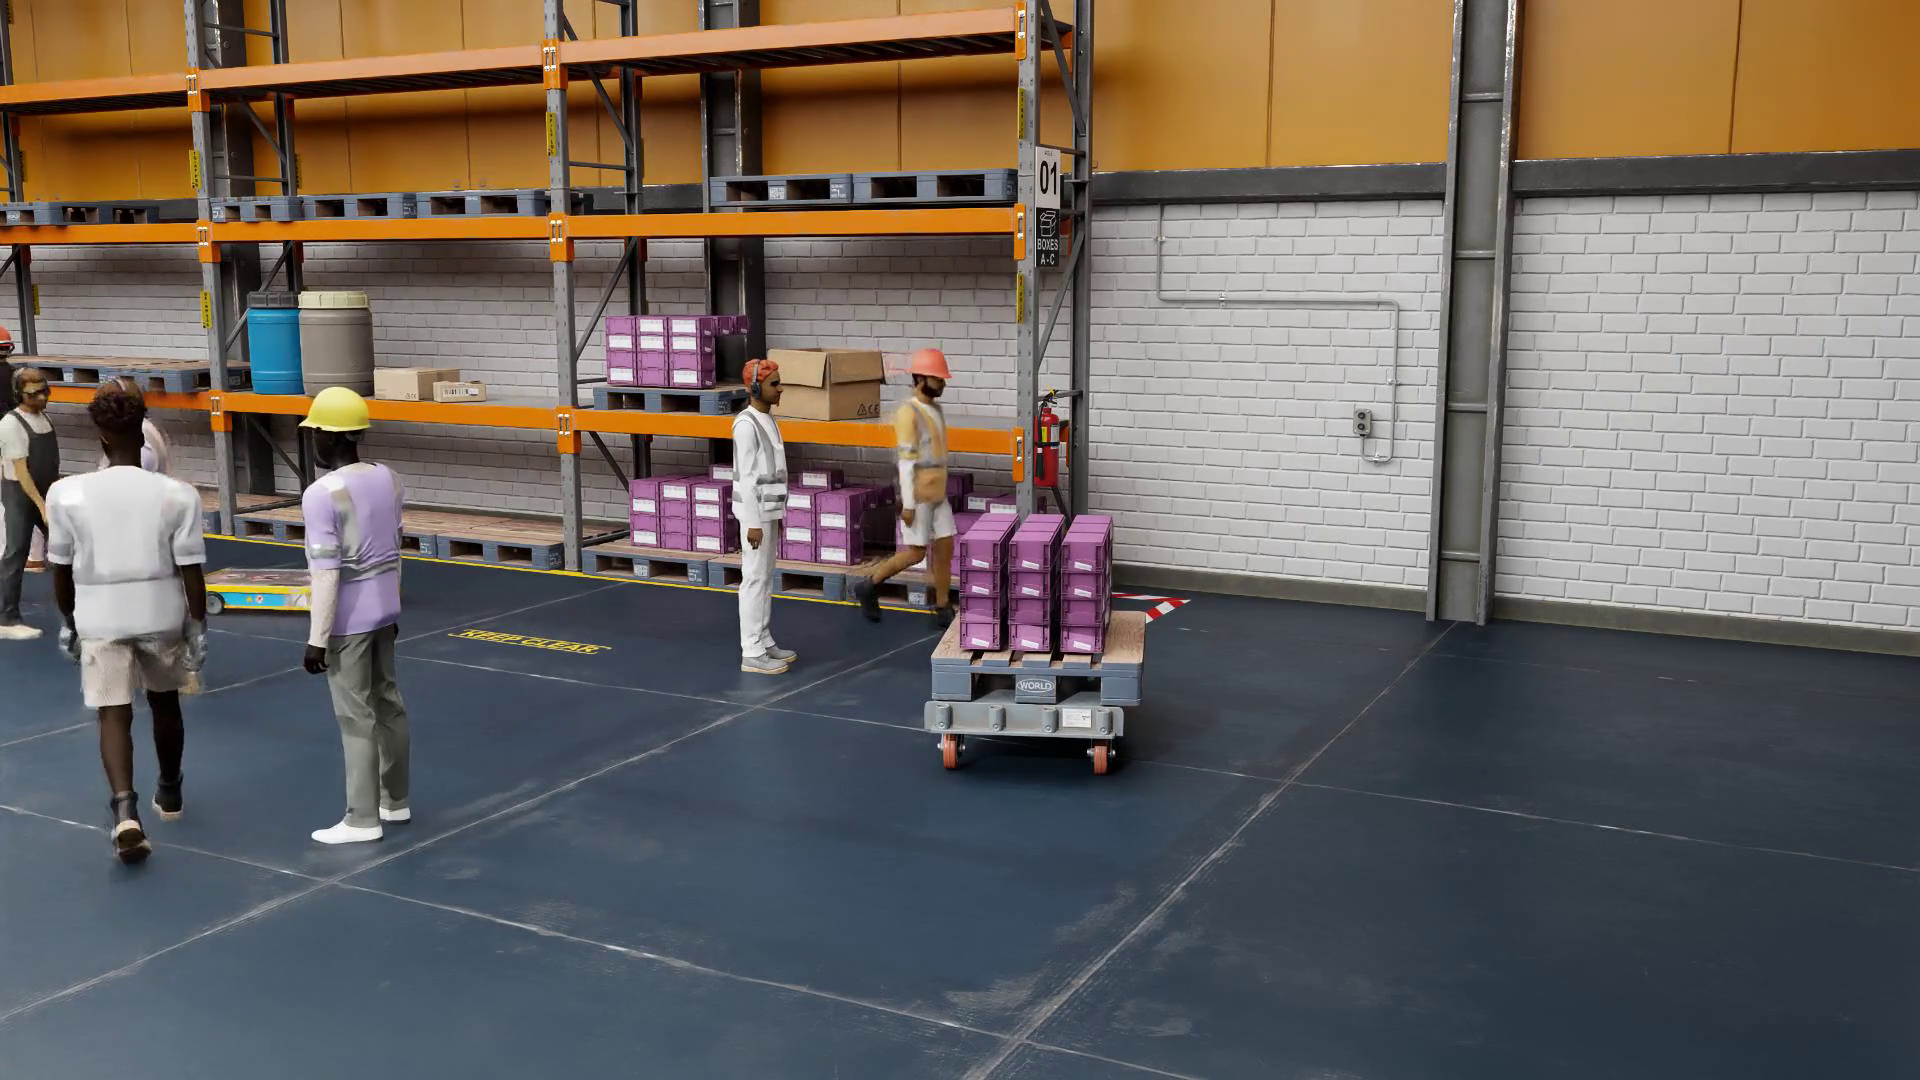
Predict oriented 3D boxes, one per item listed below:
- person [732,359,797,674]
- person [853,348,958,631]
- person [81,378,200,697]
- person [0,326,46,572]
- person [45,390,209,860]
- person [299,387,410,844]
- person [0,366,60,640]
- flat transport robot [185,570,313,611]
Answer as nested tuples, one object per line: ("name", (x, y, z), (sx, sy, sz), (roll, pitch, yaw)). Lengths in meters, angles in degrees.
("person", (-1.188, -0.145, 10.029), (0.351, 1.882, 0.581), (1, 9, 6))
("person", (-0.301, -0.322, 11.072), (0.780, 1.909, 0.552), (4, 10, 26))
("person", (-4.628, 0.004, 9.316), (0.608, 1.812, 0.643), (-4, 10, -25))
("person", (-7.497, -0.694, 13.067), (0.376, 1.995, 0.608), (3, 10, 17))
("person", (-3.457, 0.338, 6.955), (0.592, 1.925, 0.944), (-5, 10, -28))
("person", (-2.558, 0.320, 7.016), (0.358, 1.930, 0.585), (2, 9, 13))
("person", (-5.891, -0.221, 10.762), (0.953, 1.788, 0.522), (1, 9, 4))
("flat transport robot", (-4.862, 0.359, 11.876), (1.431, 0.197, 0.652), (1, 9, 7))
